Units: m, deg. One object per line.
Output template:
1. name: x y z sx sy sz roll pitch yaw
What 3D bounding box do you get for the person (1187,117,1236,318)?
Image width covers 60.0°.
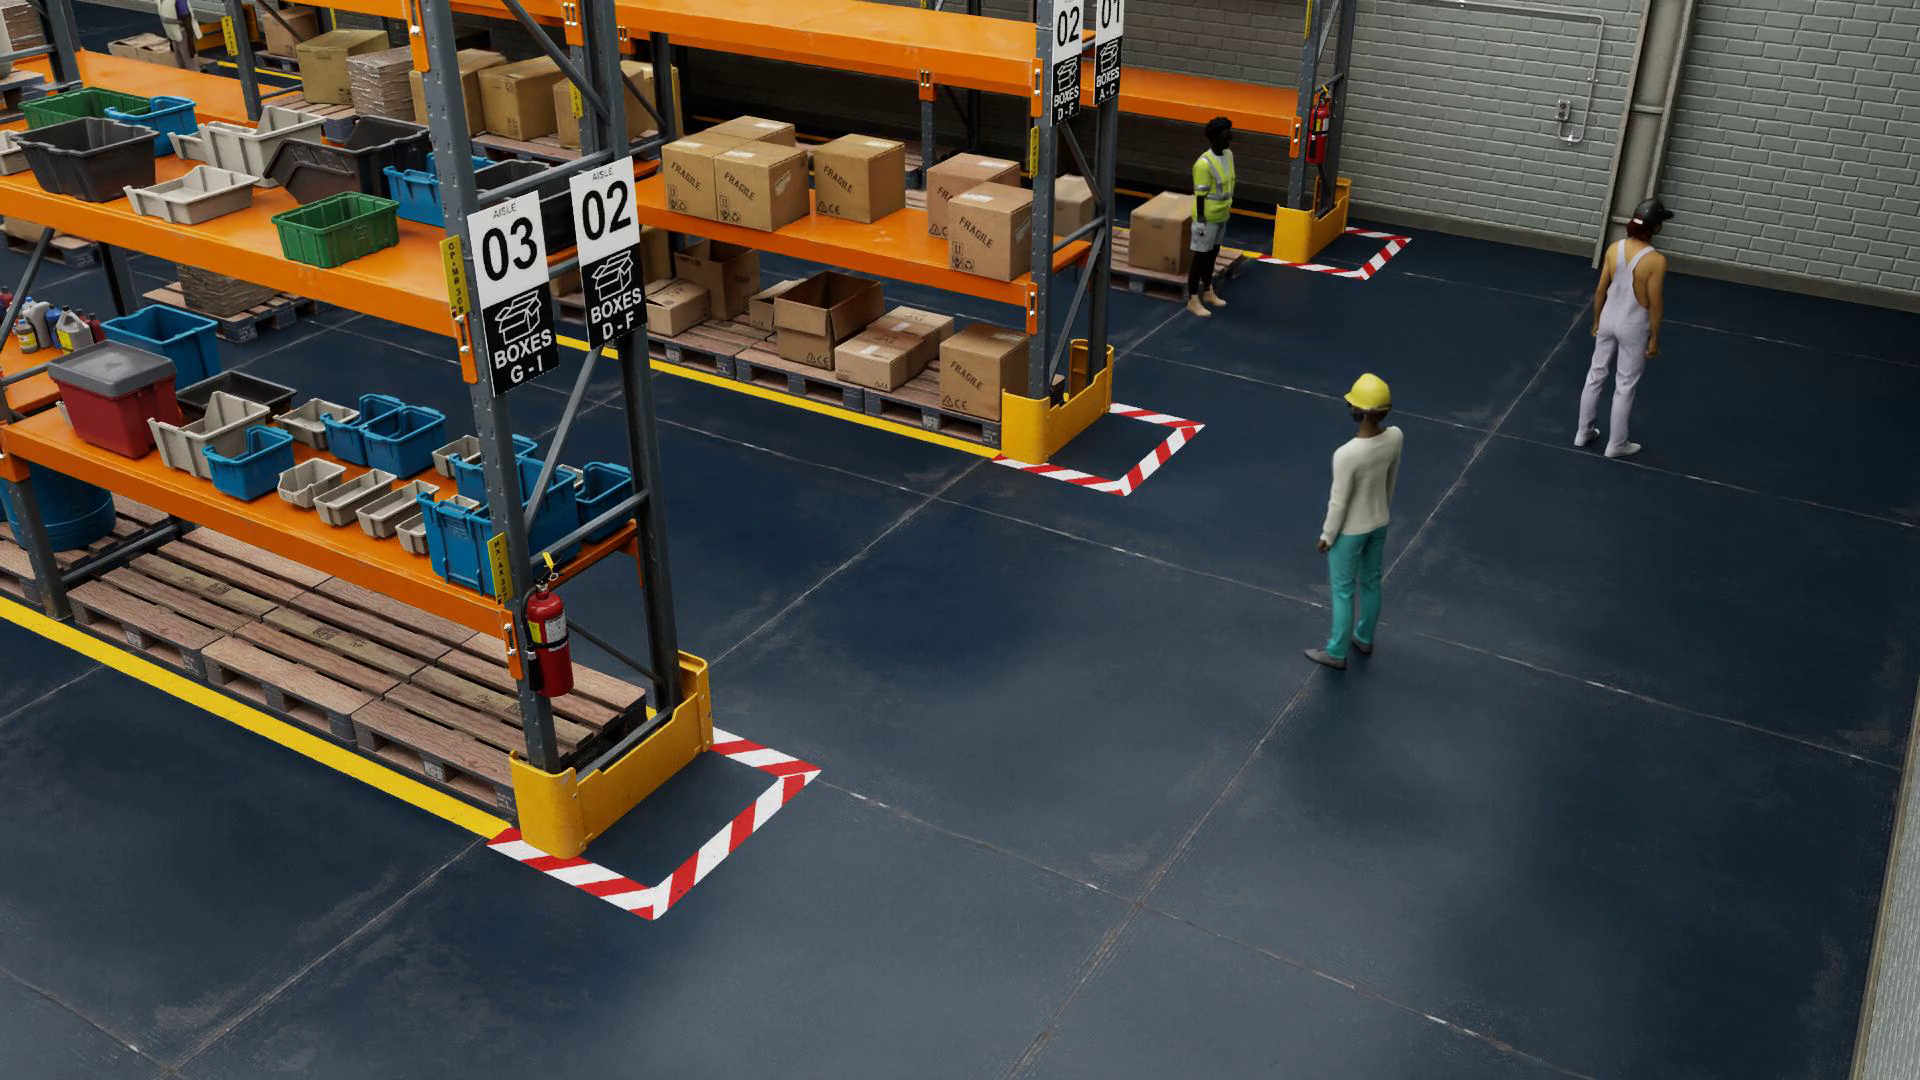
1. person: 2.137 -2.740 14.081 0.315 1.695 0.540 19 34 30

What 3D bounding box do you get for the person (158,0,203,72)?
1. person: -9.136 -5.865 19.559 0.401 1.830 0.592 -25 38 -37

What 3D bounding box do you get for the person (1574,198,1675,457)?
1. person: 4.691 -1.492 11.673 0.376 1.863 0.510 -20 35 -32

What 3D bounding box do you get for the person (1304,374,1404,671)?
1. person: 2.202 -0.094 9.264 0.523 1.769 0.314 -20 35 -32
